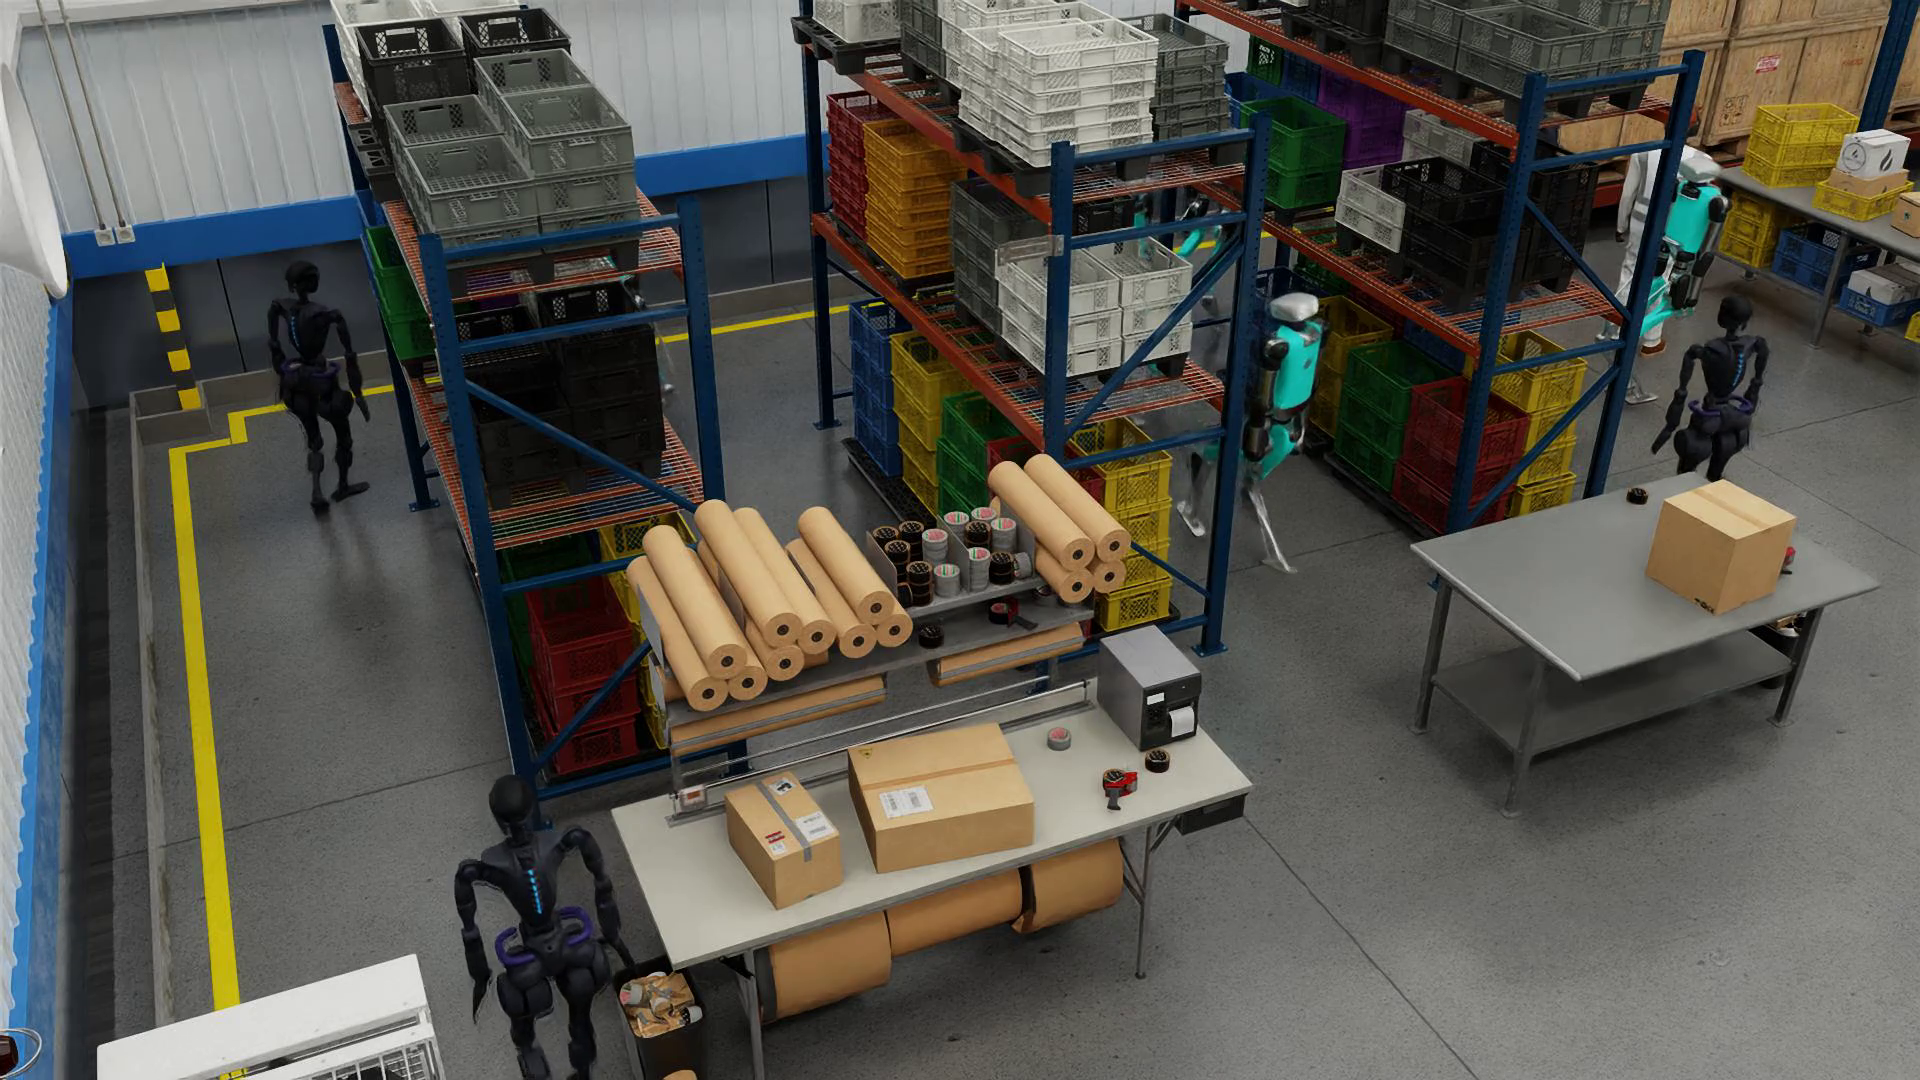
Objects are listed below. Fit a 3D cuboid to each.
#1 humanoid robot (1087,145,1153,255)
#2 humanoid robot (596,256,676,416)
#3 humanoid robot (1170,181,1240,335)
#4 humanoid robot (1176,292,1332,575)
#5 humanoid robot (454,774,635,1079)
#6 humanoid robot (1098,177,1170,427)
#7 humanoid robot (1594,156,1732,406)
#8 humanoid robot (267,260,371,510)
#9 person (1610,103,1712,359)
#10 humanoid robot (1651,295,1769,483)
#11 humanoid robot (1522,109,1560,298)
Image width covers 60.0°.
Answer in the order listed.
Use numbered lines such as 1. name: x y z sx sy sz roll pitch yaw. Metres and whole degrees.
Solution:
1. humanoid robot: 1.173 -2.362 12.458 0.608 1.652 0.317 11 33 18
2. humanoid robot: -2.075 -1.340 10.795 0.664 1.850 0.550 13 34 20
3. humanoid robot: 1.792 -2.244 12.288 0.535 1.769 0.928 20 37 29
4. humanoid robot: 1.635 -0.690 9.730 0.531 1.779 1.002 -26 40 -35
5. humanoid robot: -1.496 1.555 6.097 0.611 1.642 0.390 -15 35 -23
6. humanoid robot: 1.257 -1.470 11.071 0.733 1.898 0.547 22 38 32
7. humanoid robot: 4.670 -1.728 11.280 0.737 1.694 0.536 -10 33 -16
8. humanoid robot: -3.945 -0.927 10.164 0.613 1.647 0.507 6 32 9
9. person: 5.056 -2.237 12.065 0.576 1.880 0.347 21 37 30
10. humanoid robot: 4.409 -0.650 9.708 0.590 1.644 0.450 -6 32 -10
11. humanoid robot: 4.484 -2.734 13.076 0.482 1.644 0.601 21 37 30
